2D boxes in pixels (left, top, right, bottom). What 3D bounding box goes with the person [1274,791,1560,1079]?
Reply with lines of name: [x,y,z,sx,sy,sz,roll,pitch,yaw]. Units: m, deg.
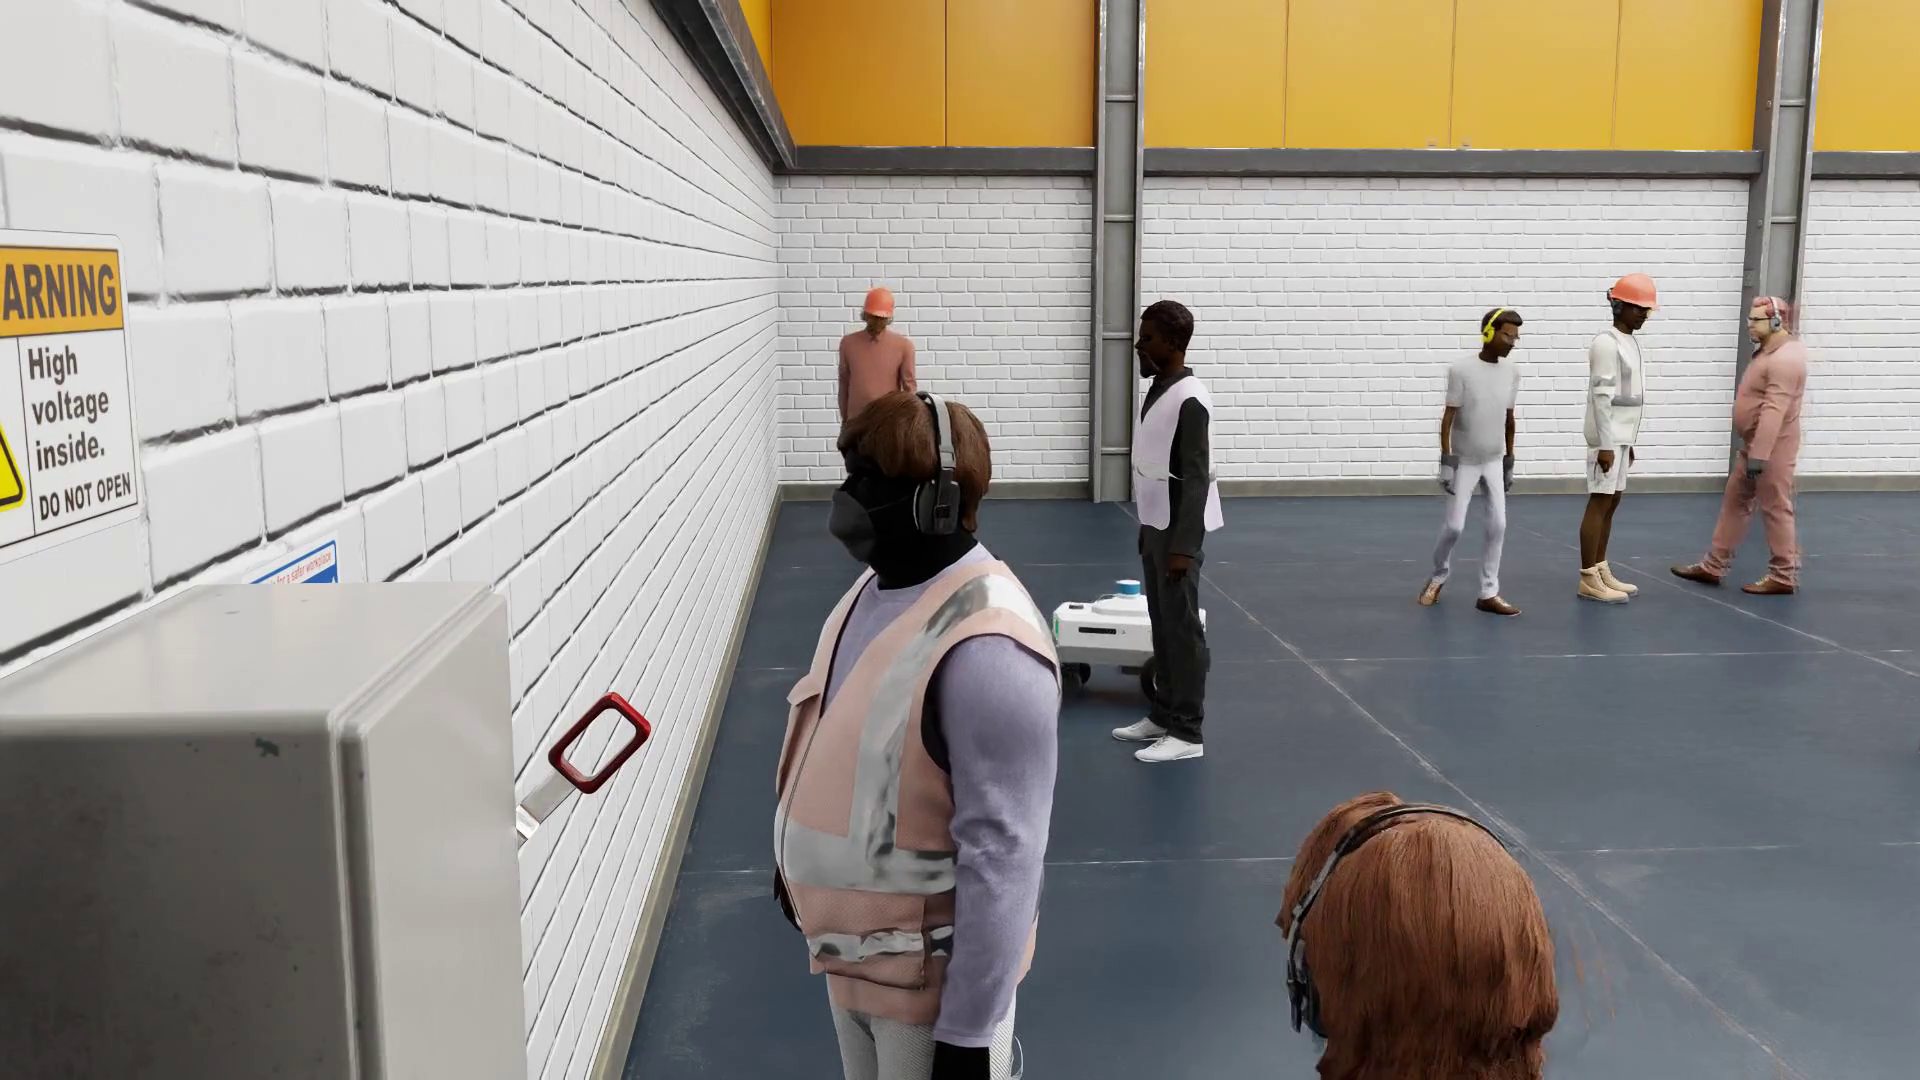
person: [0.367,1.020,1.276,0.545,1.617,0.553,-1,9,-9]

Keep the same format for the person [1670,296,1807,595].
person: [4.959,-0.589,10.526,0.766,1.882,0.678,2,9,14]

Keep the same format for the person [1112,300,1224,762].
person: [0.888,-0.037,6.969,0.391,1.920,0.587,-1,9,-8]

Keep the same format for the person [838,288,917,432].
person: [-0.617,-0.916,12.477,0.626,1.930,1.011,1,9,6]

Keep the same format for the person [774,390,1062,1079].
person: [-0.083,0.679,2.713,0.429,1.846,0.626,-4,10,-22]

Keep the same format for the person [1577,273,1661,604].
person: [4.096,-0.630,10.341,0.403,2.033,0.606,7,11,36]

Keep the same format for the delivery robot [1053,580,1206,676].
delivery robot: [0.808,0.437,7.974,0.707,0.478,0.477,2,9,15]

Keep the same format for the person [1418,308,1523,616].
person: [3.068,-0.471,9.985,0.554,1.840,0.589,-3,9,-18]
